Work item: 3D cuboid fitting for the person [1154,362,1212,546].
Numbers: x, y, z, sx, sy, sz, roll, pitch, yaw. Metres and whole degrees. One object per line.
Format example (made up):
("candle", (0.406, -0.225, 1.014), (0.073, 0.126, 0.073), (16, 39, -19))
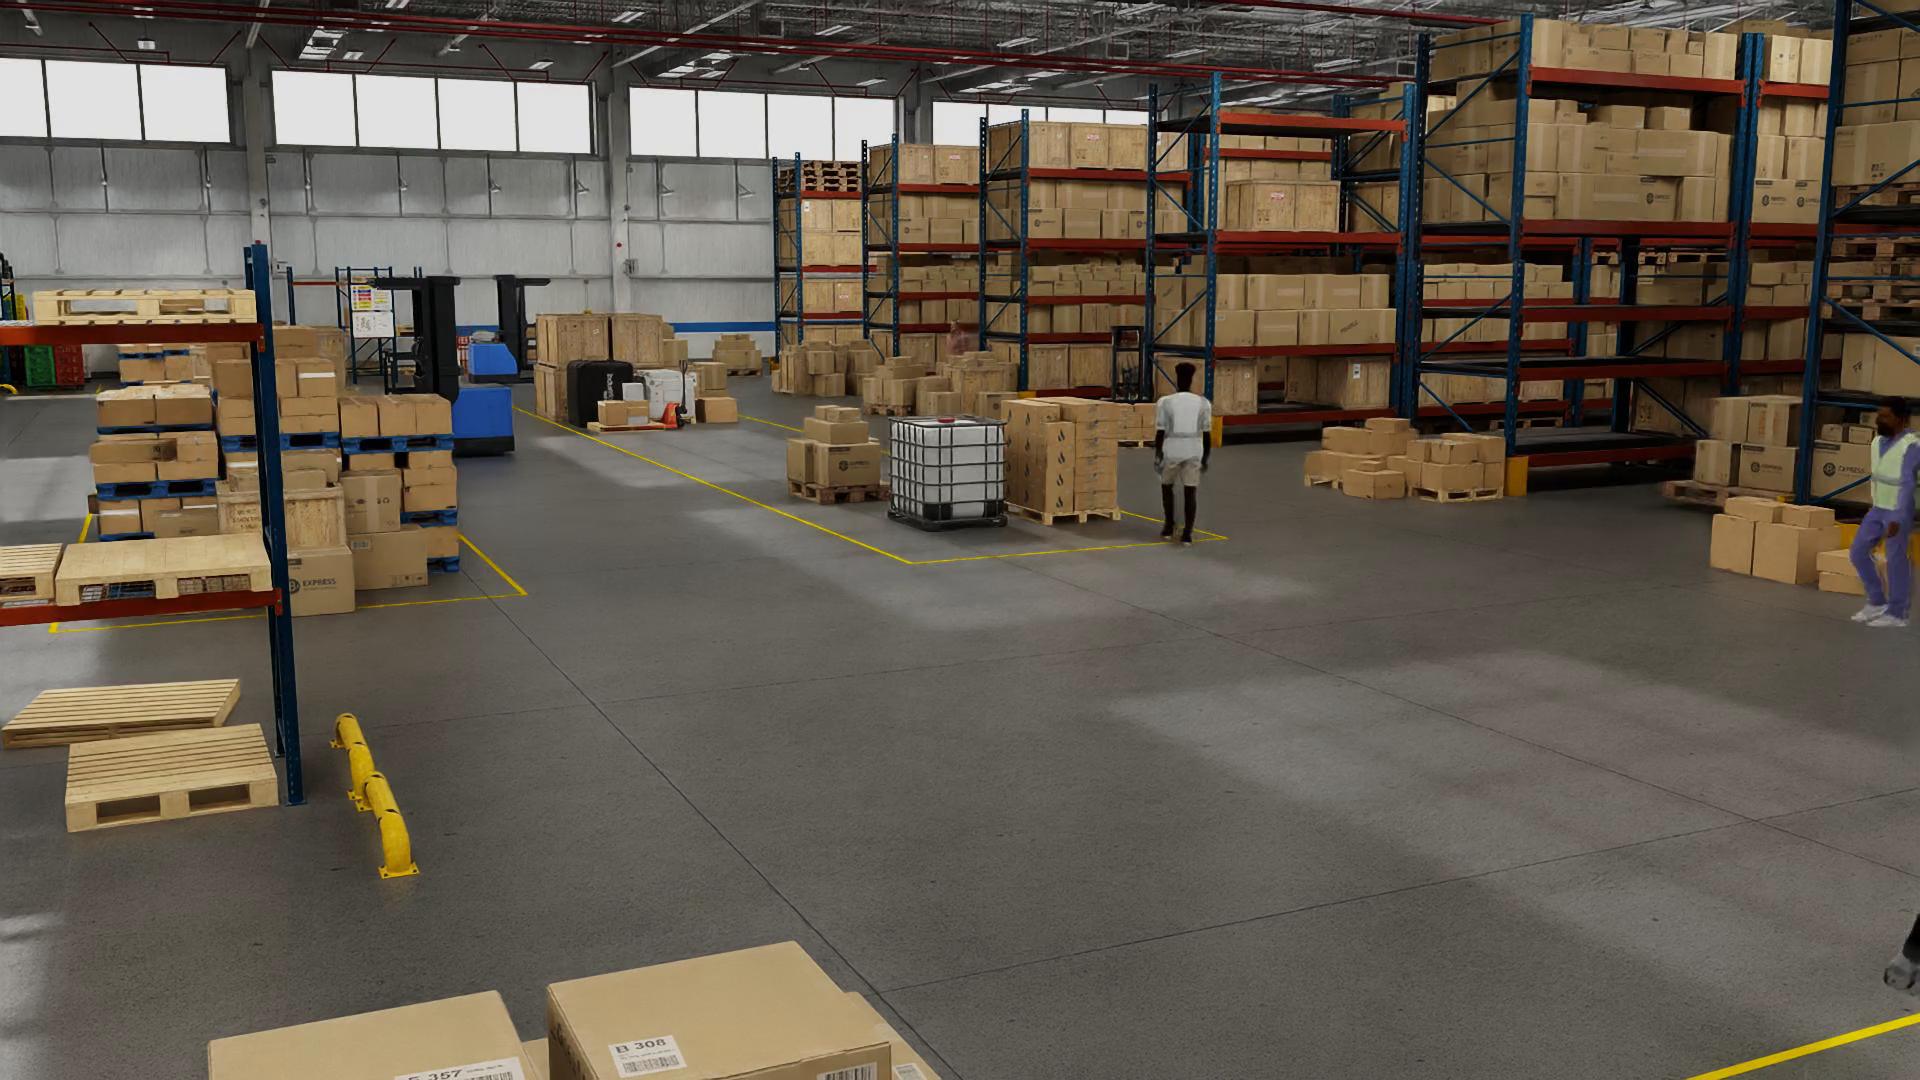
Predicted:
("person", (2.350, -0.922, 17.723), (0.624, 1.931, 0.735), (-1, 9, -4))

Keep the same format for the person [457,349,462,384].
("person", (-8.699, -2.601, 27.978), (0.610, 1.990, 0.389), (-4, 10, -24))

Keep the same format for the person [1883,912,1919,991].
("person", (3.115, 1.268, 5.027), (0.540, 1.647, 0.892), (-5, 10, -26))

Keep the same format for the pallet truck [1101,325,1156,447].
("pallet truck", (2.881, -2.596, 27.923), (0.823, 1.965, 1.885), (-1, 9, -7))

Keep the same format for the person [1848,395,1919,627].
("person", (7.530, -0.221, 13.512), (0.507, 1.900, 0.597), (-1, 9, -6))

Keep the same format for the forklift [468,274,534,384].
("forklift", (-11.526, -5.356, 42.315), (1.873, 2.768, 1.129), (-4, 10, -25))

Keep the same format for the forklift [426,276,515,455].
("forklift", (-8.069, -2.737, 26.069), (1.873, 2.768, 1.129), (-4, 10, -25))

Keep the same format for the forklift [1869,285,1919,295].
("forklift", (11.851, -1.904, 20.898), (1.873, 2.768, 1.129), (-4, 10, -25))

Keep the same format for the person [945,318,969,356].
("person", (-0.031, -3.926, 36.537), (0.657, 1.891, 0.646), (9, 13, 44))
